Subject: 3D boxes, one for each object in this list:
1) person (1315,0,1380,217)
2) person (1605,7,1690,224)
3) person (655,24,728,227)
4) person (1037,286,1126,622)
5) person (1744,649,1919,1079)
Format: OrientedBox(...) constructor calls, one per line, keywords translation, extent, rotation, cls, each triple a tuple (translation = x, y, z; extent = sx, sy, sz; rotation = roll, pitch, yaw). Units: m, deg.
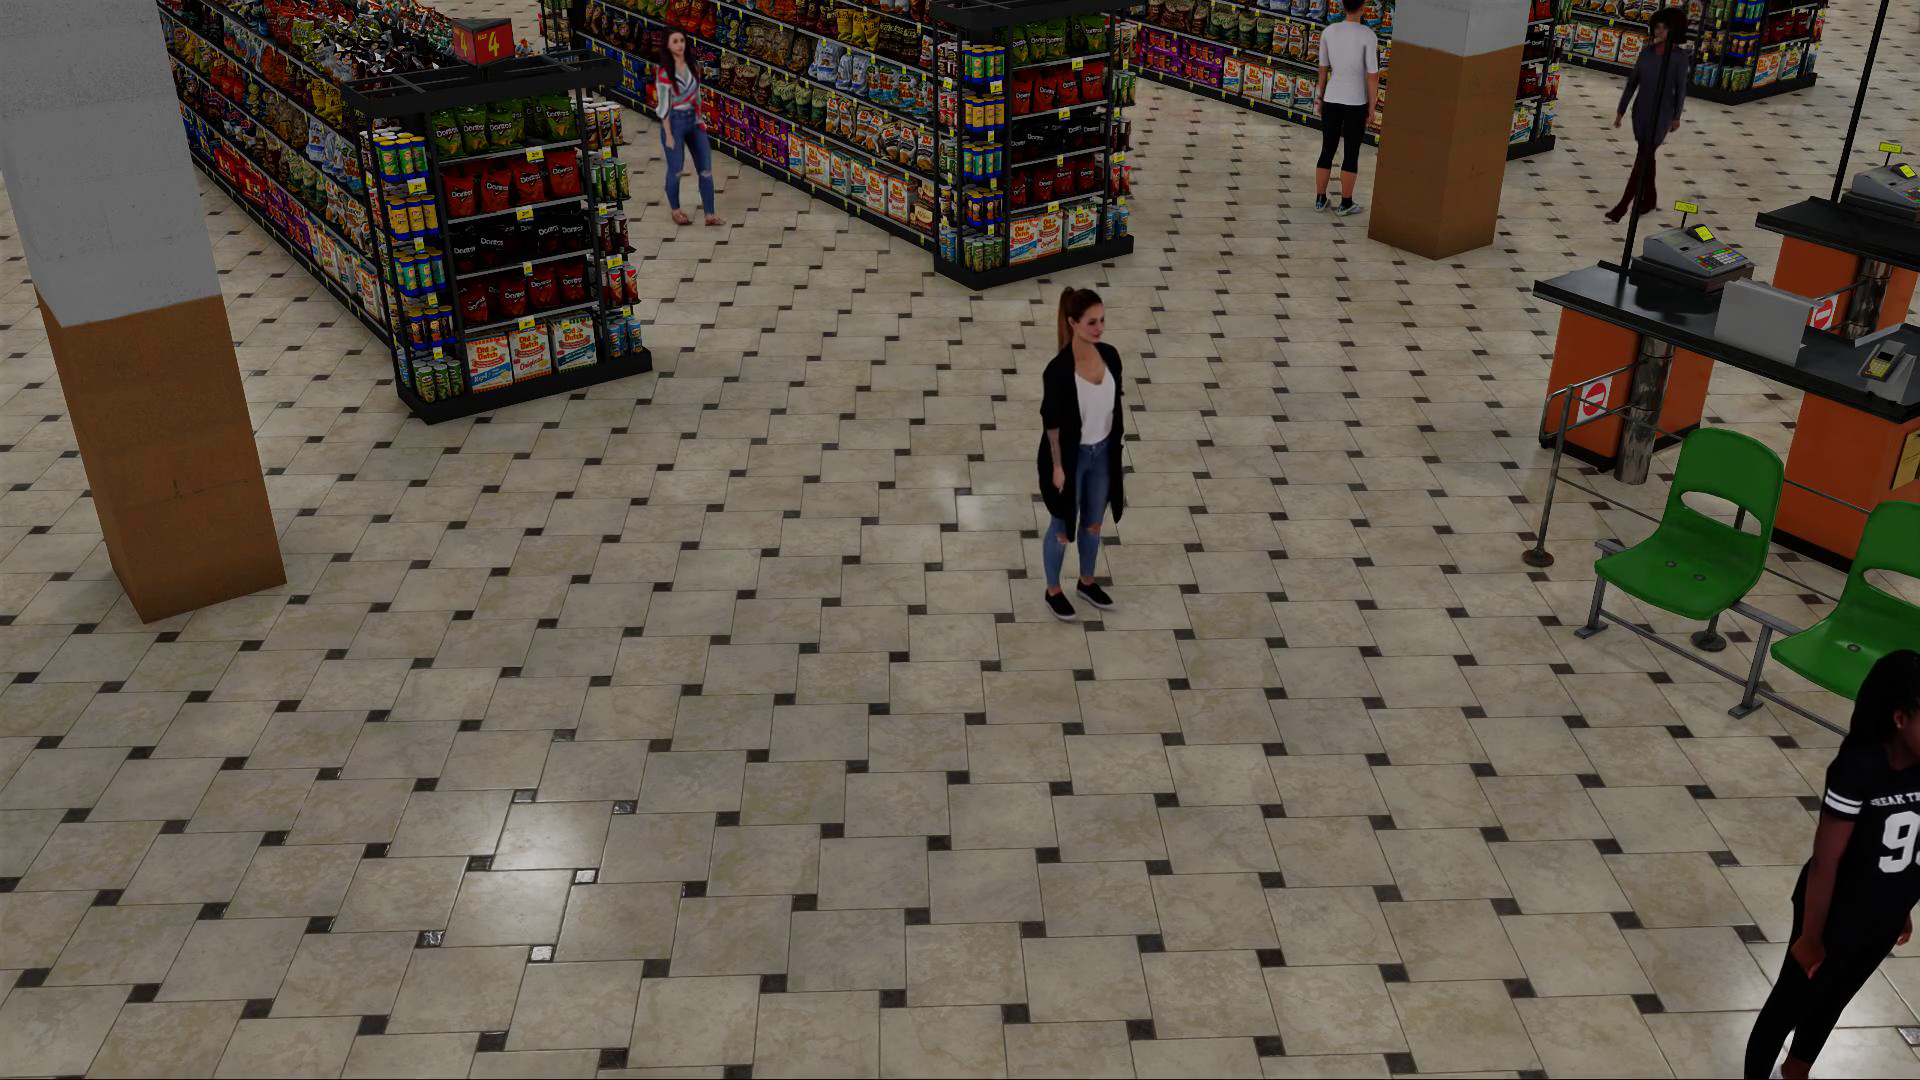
OrientedBox(translation=(3.140, -3.578, 13.559), extent=(0.623, 1.852, 0.792), rotation=(20, 34, 32), cls="person")
OrientedBox(translation=(5.640, -3.419, 13.452), extent=(0.720, 1.674, 0.999), rotation=(-22, 36, -35), cls="person")
OrientedBox(translation=(-2.277, -3.318, 13.353), extent=(0.642, 1.593, 0.856), rotation=(-22, 36, -34), cls="person")
OrientedBox(translation=(0.554, -0.410, 7.933), extent=(0.627, 1.682, 0.545), rotation=(-18, 33, -29), cls="person")
OrientedBox(translation=(2.714, 1.119, 5.069), extent=(0.651, 1.743, 0.626), rotation=(-12, 31, -21), cls="person")
